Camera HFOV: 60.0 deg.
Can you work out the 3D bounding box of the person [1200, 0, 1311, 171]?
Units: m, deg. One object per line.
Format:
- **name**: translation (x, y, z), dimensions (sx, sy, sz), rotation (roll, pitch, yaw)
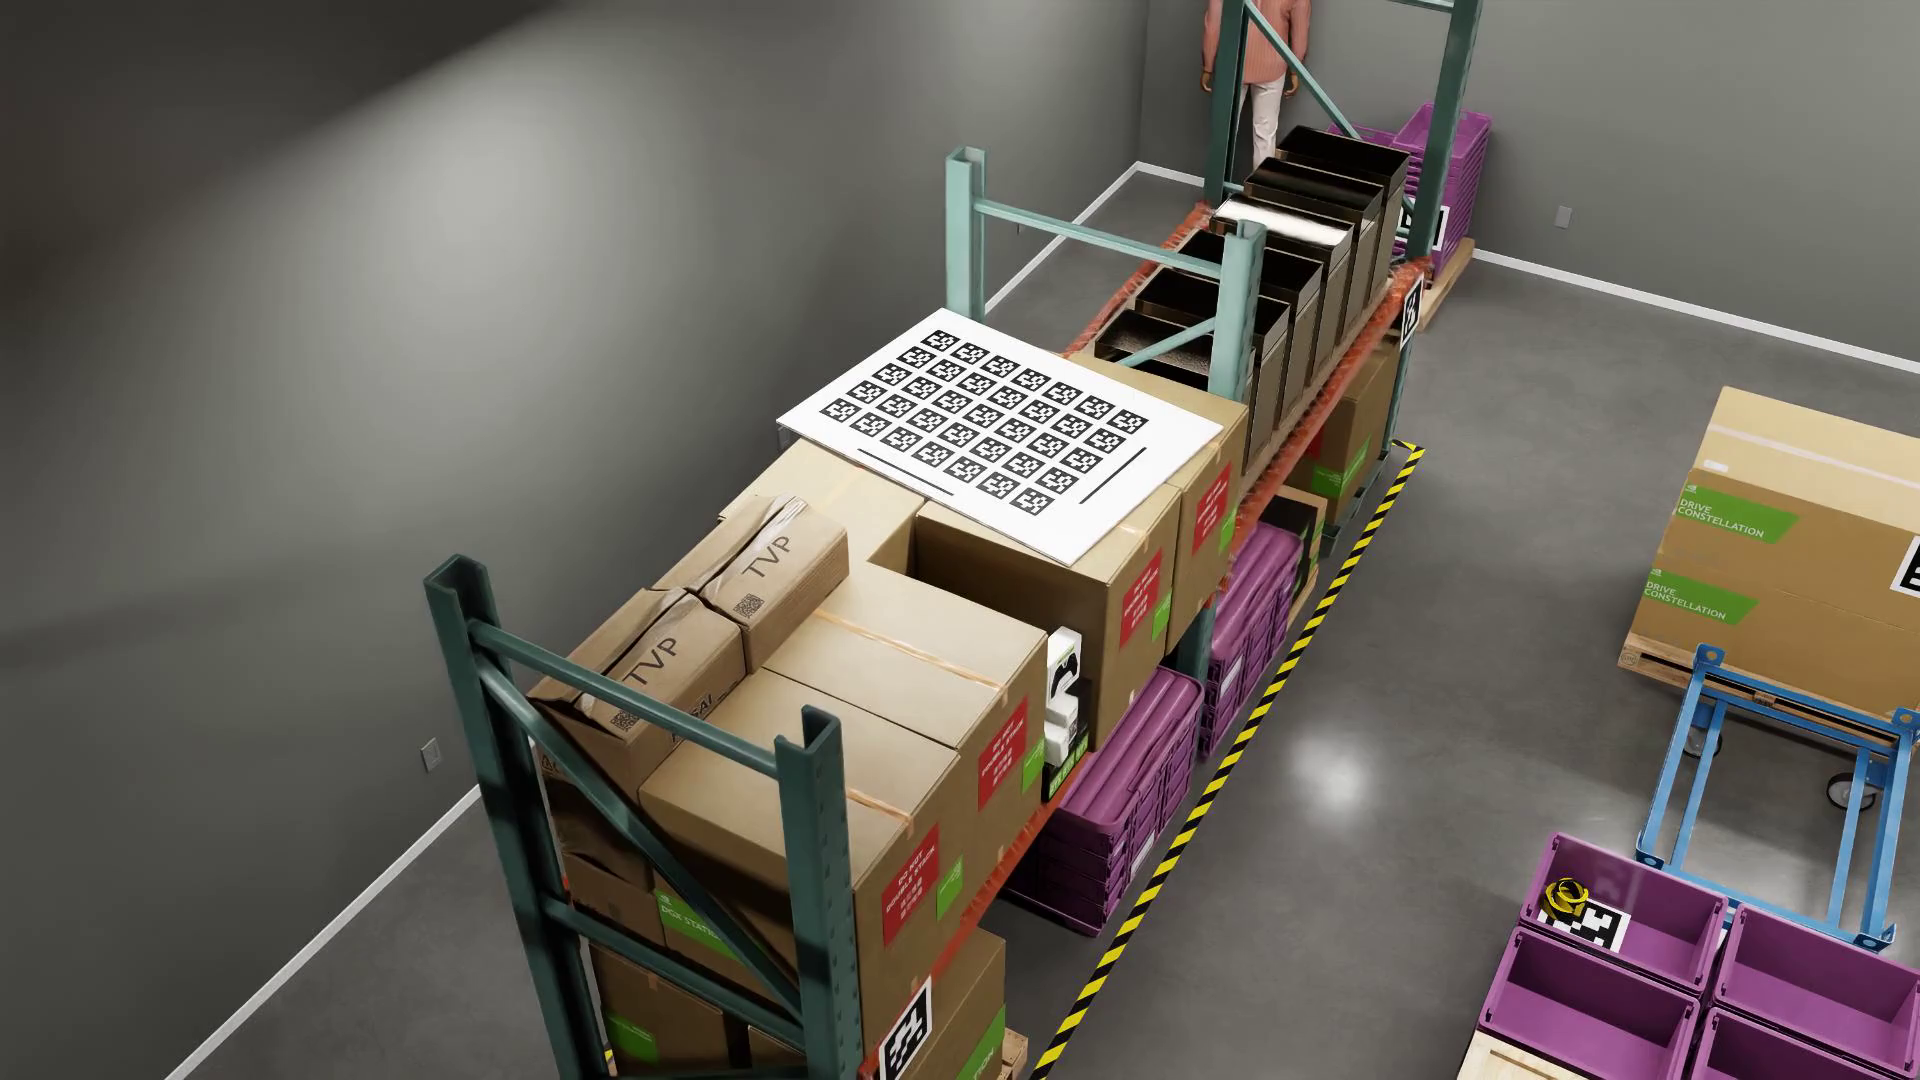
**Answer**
- **person**: translation (1.743, -2.833, 9.930), dimensions (0.622, 1.994, 0.381), rotation (4, 40, 4)
